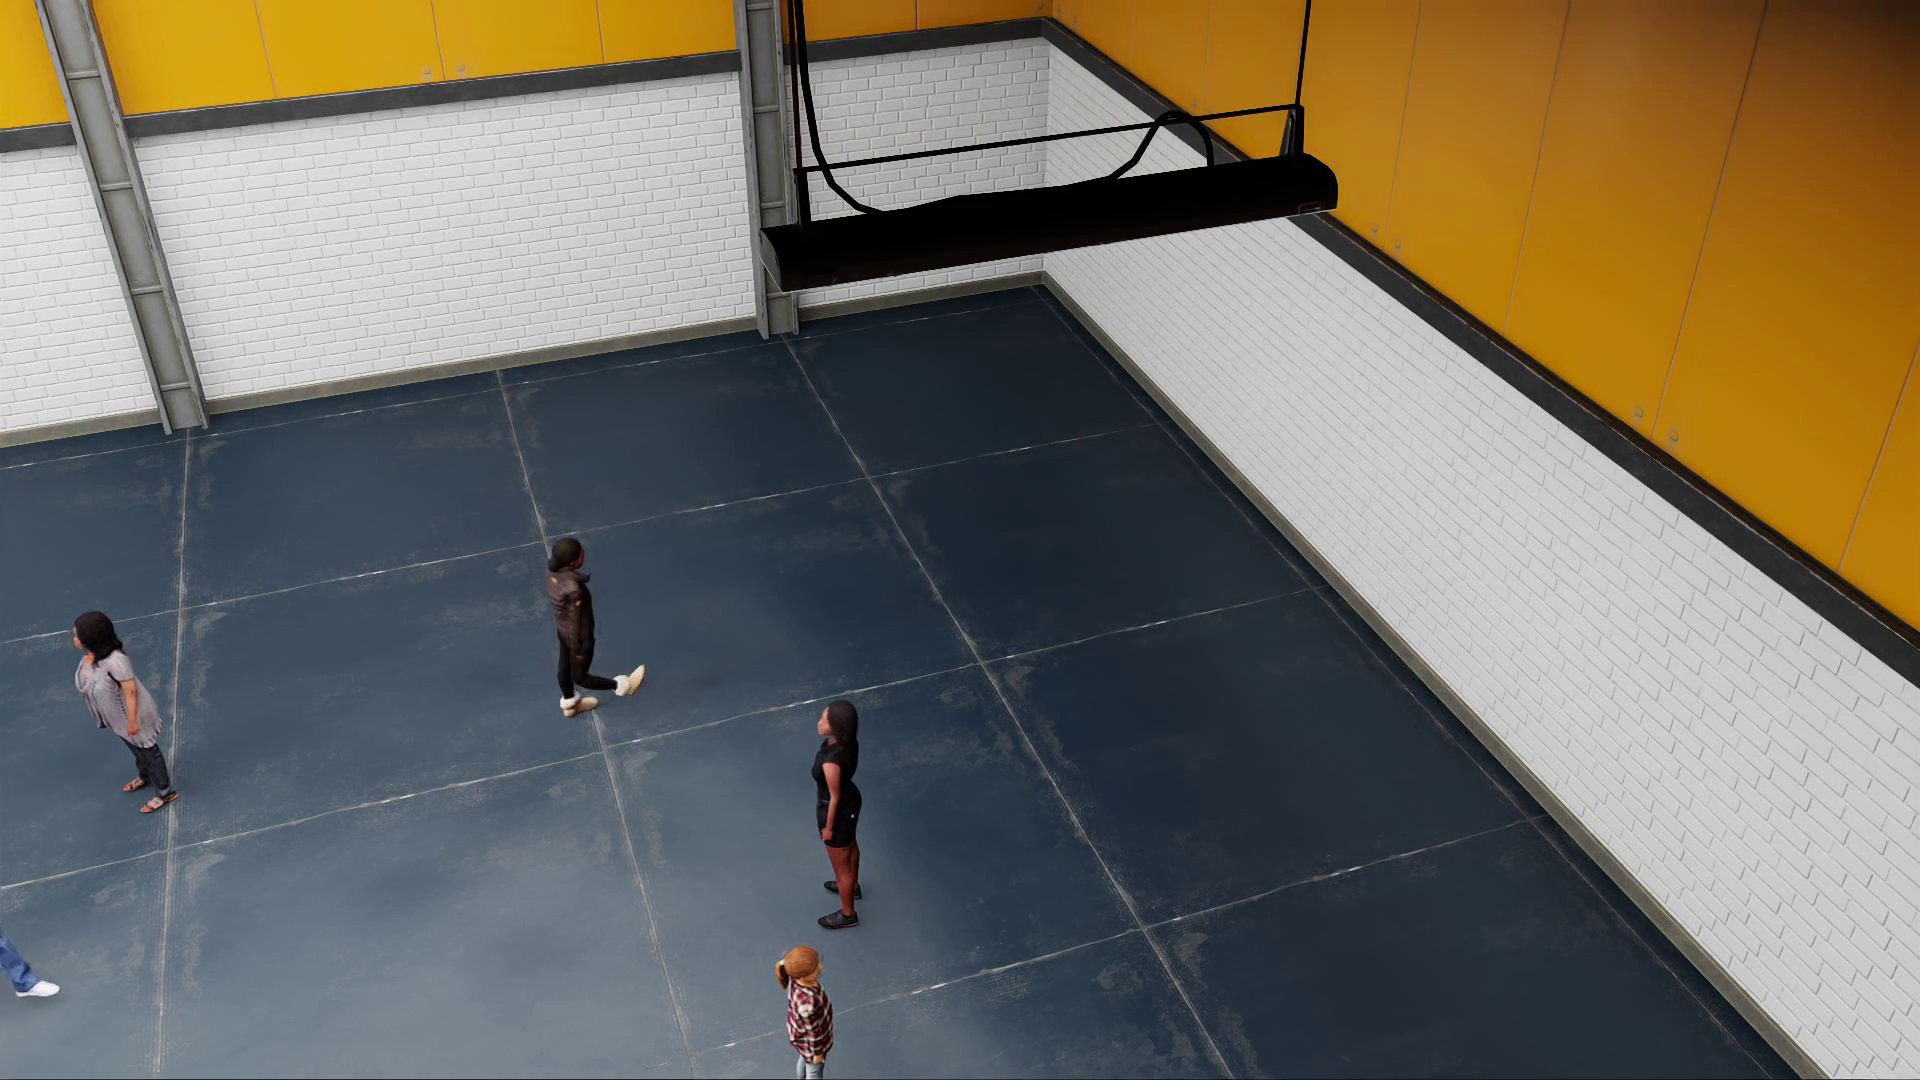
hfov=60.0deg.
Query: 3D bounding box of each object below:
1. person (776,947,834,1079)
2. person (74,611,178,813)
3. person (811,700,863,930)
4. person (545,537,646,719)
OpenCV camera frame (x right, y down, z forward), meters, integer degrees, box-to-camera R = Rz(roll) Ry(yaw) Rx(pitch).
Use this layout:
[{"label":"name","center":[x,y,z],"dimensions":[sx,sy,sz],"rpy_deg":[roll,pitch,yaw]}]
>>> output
[{"label":"person","center":[-0.852,2.762,9.338],"dimensions":[0.533,1.306,0.535],"rpy_deg":[-9,35,-13]},{"label":"person","center":[-5.774,1.146,11.494],"dimensions":[0.775,1.611,0.738],"rpy_deg":[-28,43,-35]},{"label":"person","center":[-0.763,1.718,10.518],"dimensions":[0.653,1.738,0.662],"rpy_deg":[2,34,4]},{"label":"person","center":[-2.723,0.639,12.215],"dimensions":[0.711,1.657,0.881],"rpy_deg":[-12,35,-17]}]
